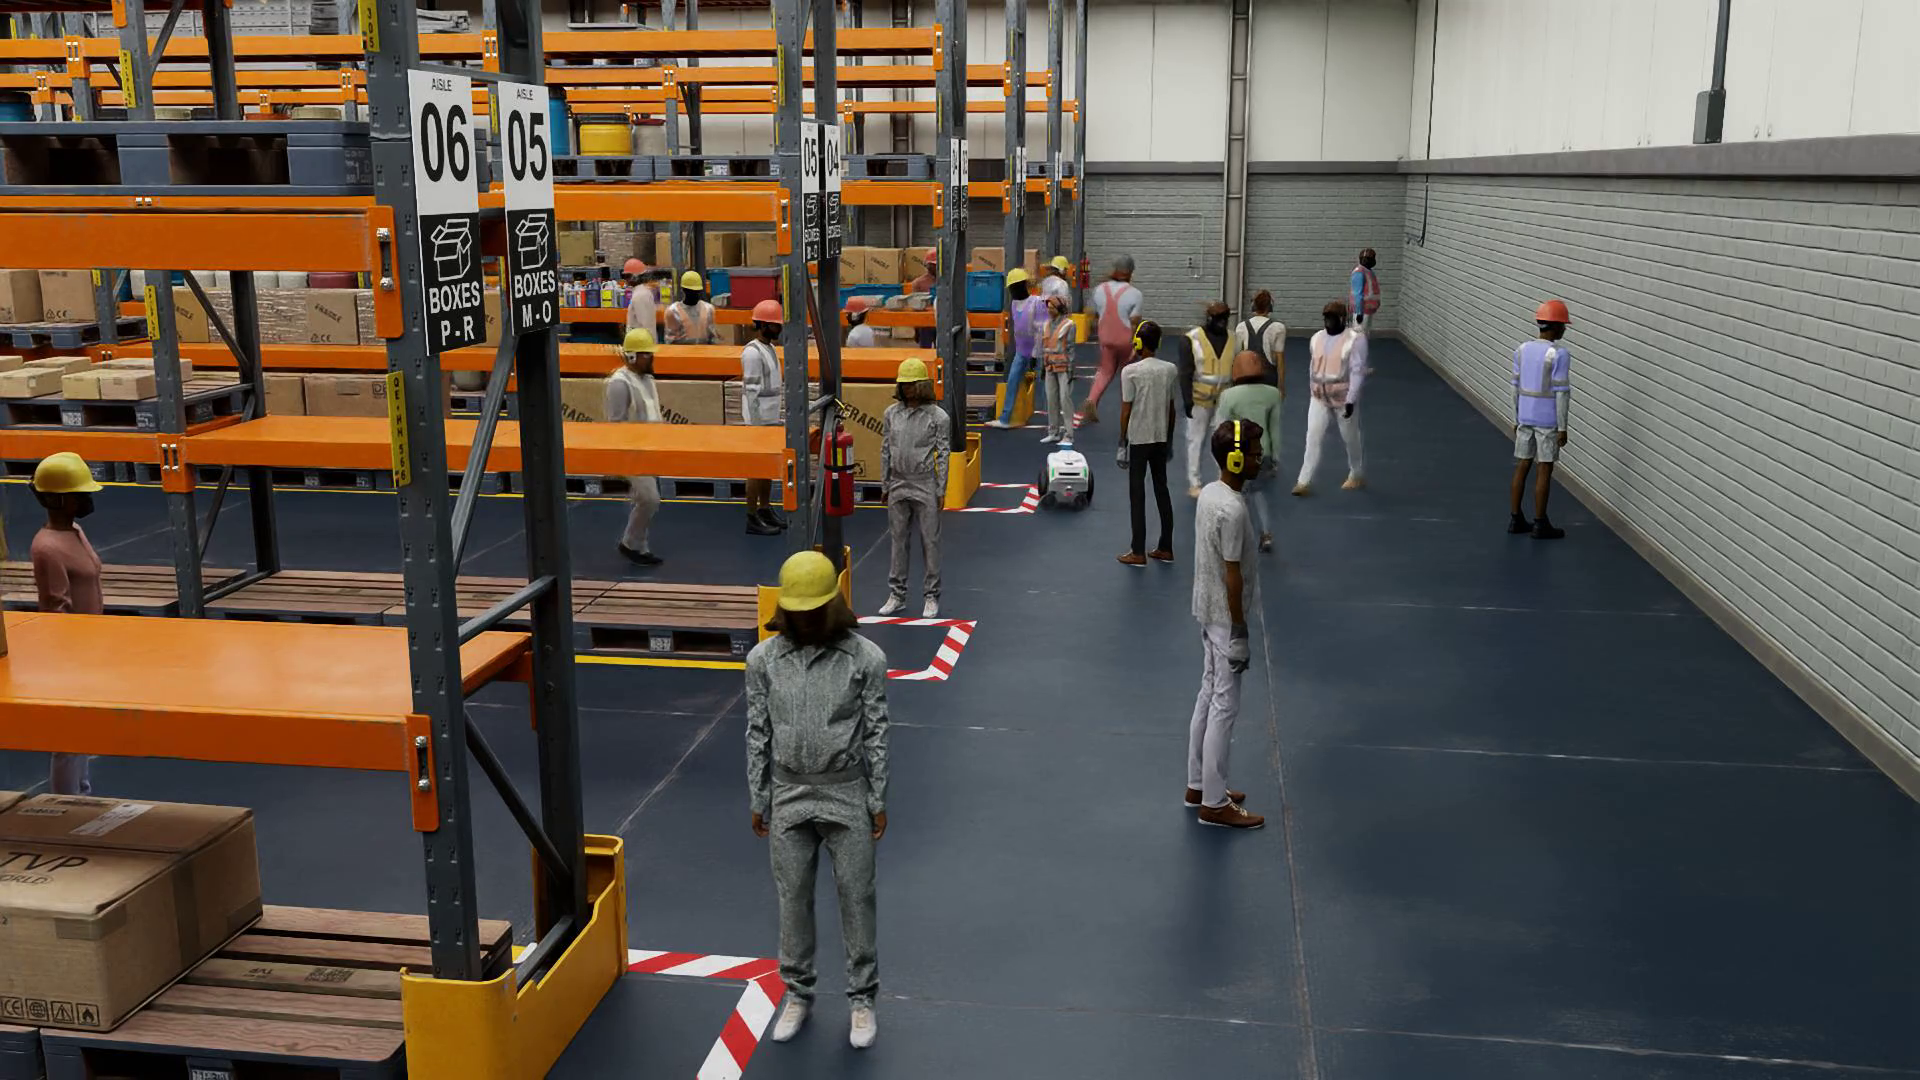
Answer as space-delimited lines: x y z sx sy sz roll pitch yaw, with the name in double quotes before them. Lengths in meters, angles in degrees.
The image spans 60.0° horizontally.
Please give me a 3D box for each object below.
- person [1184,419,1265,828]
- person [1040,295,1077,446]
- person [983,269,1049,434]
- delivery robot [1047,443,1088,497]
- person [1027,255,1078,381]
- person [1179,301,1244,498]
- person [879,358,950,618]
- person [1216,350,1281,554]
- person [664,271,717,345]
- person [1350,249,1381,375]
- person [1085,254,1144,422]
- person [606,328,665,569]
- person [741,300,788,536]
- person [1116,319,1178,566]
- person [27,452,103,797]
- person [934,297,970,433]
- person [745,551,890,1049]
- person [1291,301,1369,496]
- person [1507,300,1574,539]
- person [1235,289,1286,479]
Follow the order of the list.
"person" 1.222 0.373 7.580 0.313 1.869 0.539 -1 13 -6
"person" 1.071 -1.850 18.159 0.315 1.631 0.524 -11 16 -39
"person" 0.759 -2.140 18.941 0.738 1.871 0.673 -10 16 -37
"delivery robot" 0.957 -0.622 14.849 0.477 0.478 0.707 0 13 0
"person" 1.296 -3.097 23.410 0.807 1.800 0.593 -5 14 -23
"person" 2.283 -1.234 14.982 0.647 1.805 0.764 -2 13 -10
"person" -0.311 -0.343 11.097 0.483 1.745 0.299 4 13 19
"person" 2.196 -0.644 12.732 0.494 1.616 0.349 -4 13 -17
"person" -2.869 -1.922 17.851 0.588 1.915 0.425 -9 15 -35
"person" 5.964 -3.360 24.496 0.429 1.844 0.627 6 14 27
"person" 1.856 -2.374 19.589 0.690 2.000 0.834 9 15 35
"person" -2.386 -0.672 12.407 0.430 1.817 0.622 3 13 12
"person" -1.583 -1.002 13.664 0.386 1.929 0.547 3 13 13
"person" 1.423 -0.731 12.604 0.498 1.860 0.336 -7 14 -29
"person" -3.855 0.489 7.290 0.328 1.767 0.532 -4 13 -17
"person" -0.089 -2.179 19.028 0.409 1.903 0.639 -1 13 -6
"person" -0.484 0.877 5.624 0.491 1.730 0.324 1 13 5
"person" 3.464 -1.305 15.357 0.620 1.796 0.988 11 16 40
"person" 4.743 -0.980 13.535 0.370 1.933 0.551 -7 14 -27
"person" 2.909 -1.513 16.173 0.509 1.839 0.336 7 14 30
